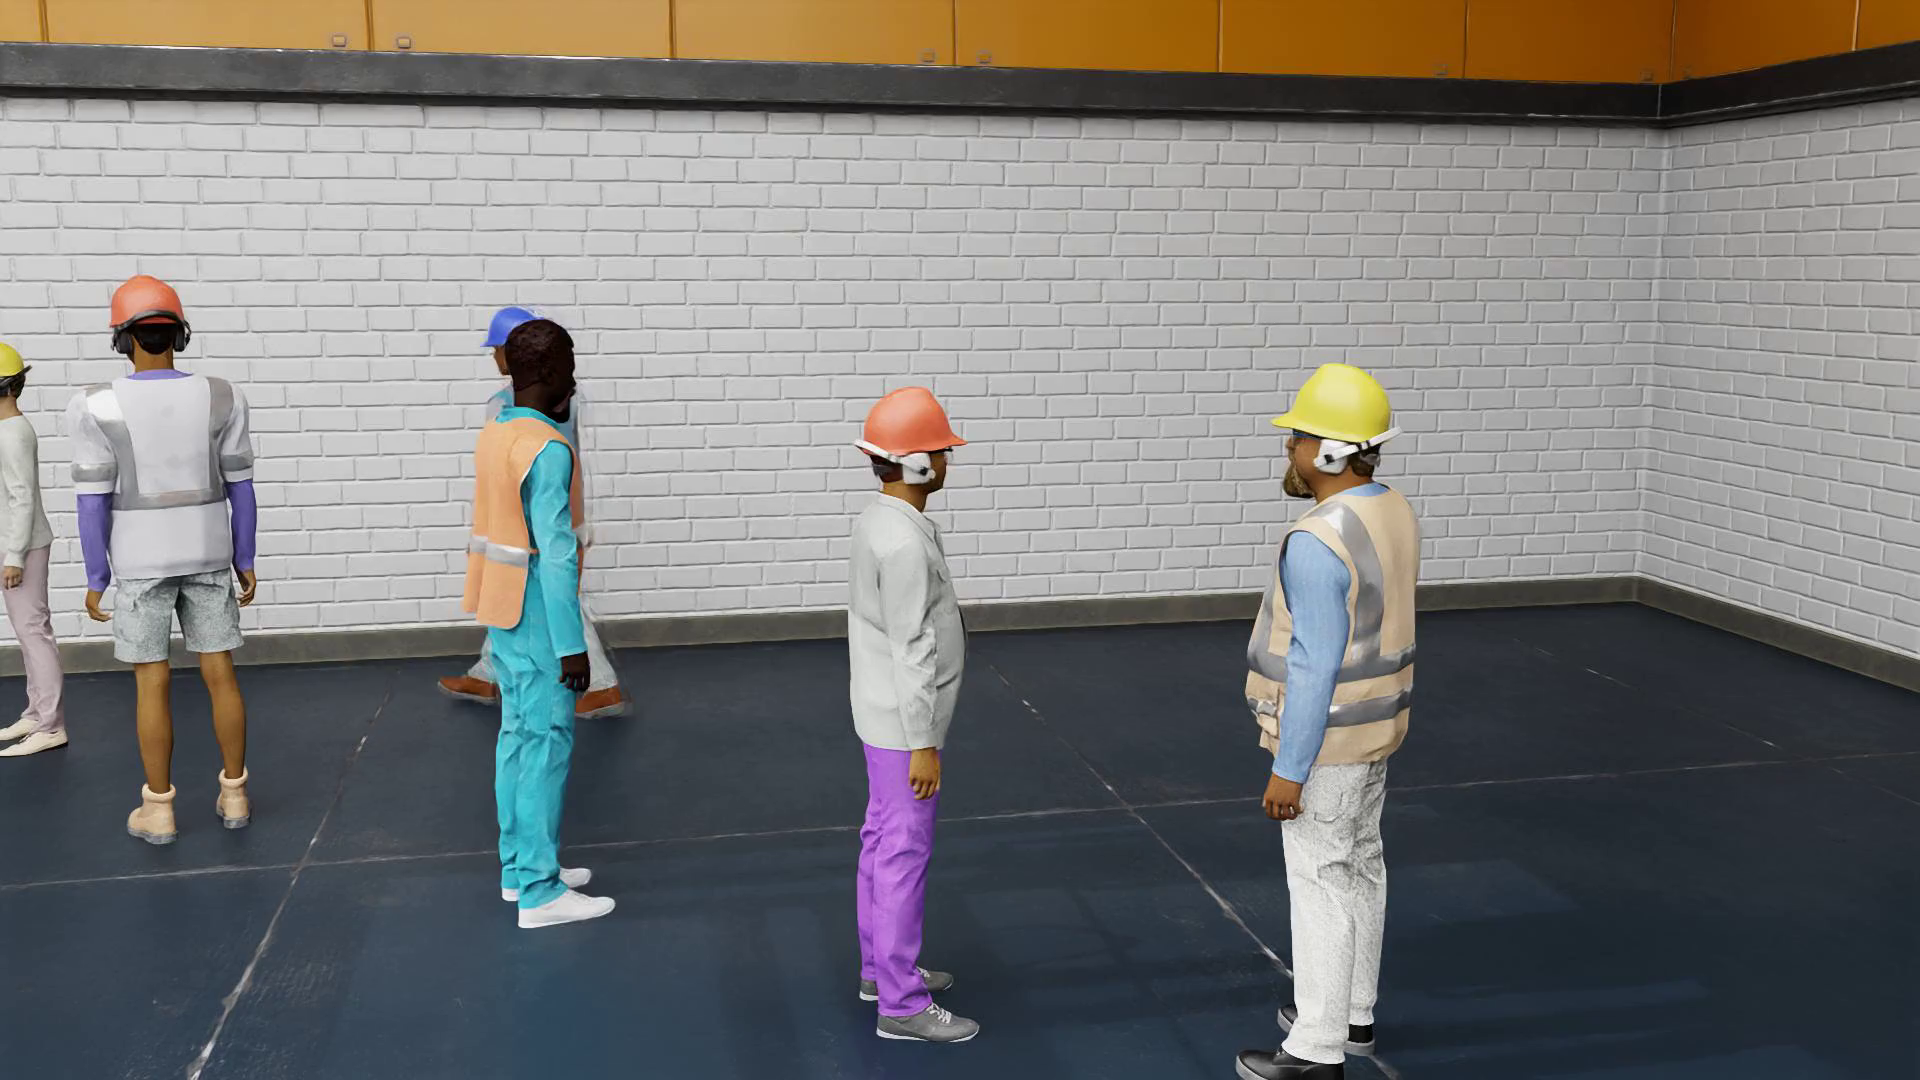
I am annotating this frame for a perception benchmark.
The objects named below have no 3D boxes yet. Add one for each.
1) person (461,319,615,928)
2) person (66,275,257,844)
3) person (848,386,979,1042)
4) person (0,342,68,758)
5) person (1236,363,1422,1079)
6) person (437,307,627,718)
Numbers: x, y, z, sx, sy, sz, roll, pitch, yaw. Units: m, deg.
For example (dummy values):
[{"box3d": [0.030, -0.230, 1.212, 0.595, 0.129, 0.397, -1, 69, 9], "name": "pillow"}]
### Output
[{"box3d": [-1.355, 0.264, 5.277, 0.406, 1.910, 0.595, -6, 11, -32], "name": "person"}, {"box3d": [-2.862, 0.074, 6.020, 0.608, 2.044, 0.371, -8, 12, -39], "name": "person"}, {"box3d": [-0.135, 0.482, 4.511, 0.321, 1.720, 0.564, -2, 10, -11], "name": "person"}, {"box3d": [-4.045, 0.035, 7.100, 0.309, 1.769, 0.524, -6, 11, -34], "name": "person"}, {"box3d": [0.924, 0.476, 4.199, 0.404, 1.837, 0.590, 6, 11, 32], "name": "person"}, {"box3d": [-1.989, -0.116, 7.647, 1.021, 1.893, 0.634, 2, 10, 14], "name": "person"}]
